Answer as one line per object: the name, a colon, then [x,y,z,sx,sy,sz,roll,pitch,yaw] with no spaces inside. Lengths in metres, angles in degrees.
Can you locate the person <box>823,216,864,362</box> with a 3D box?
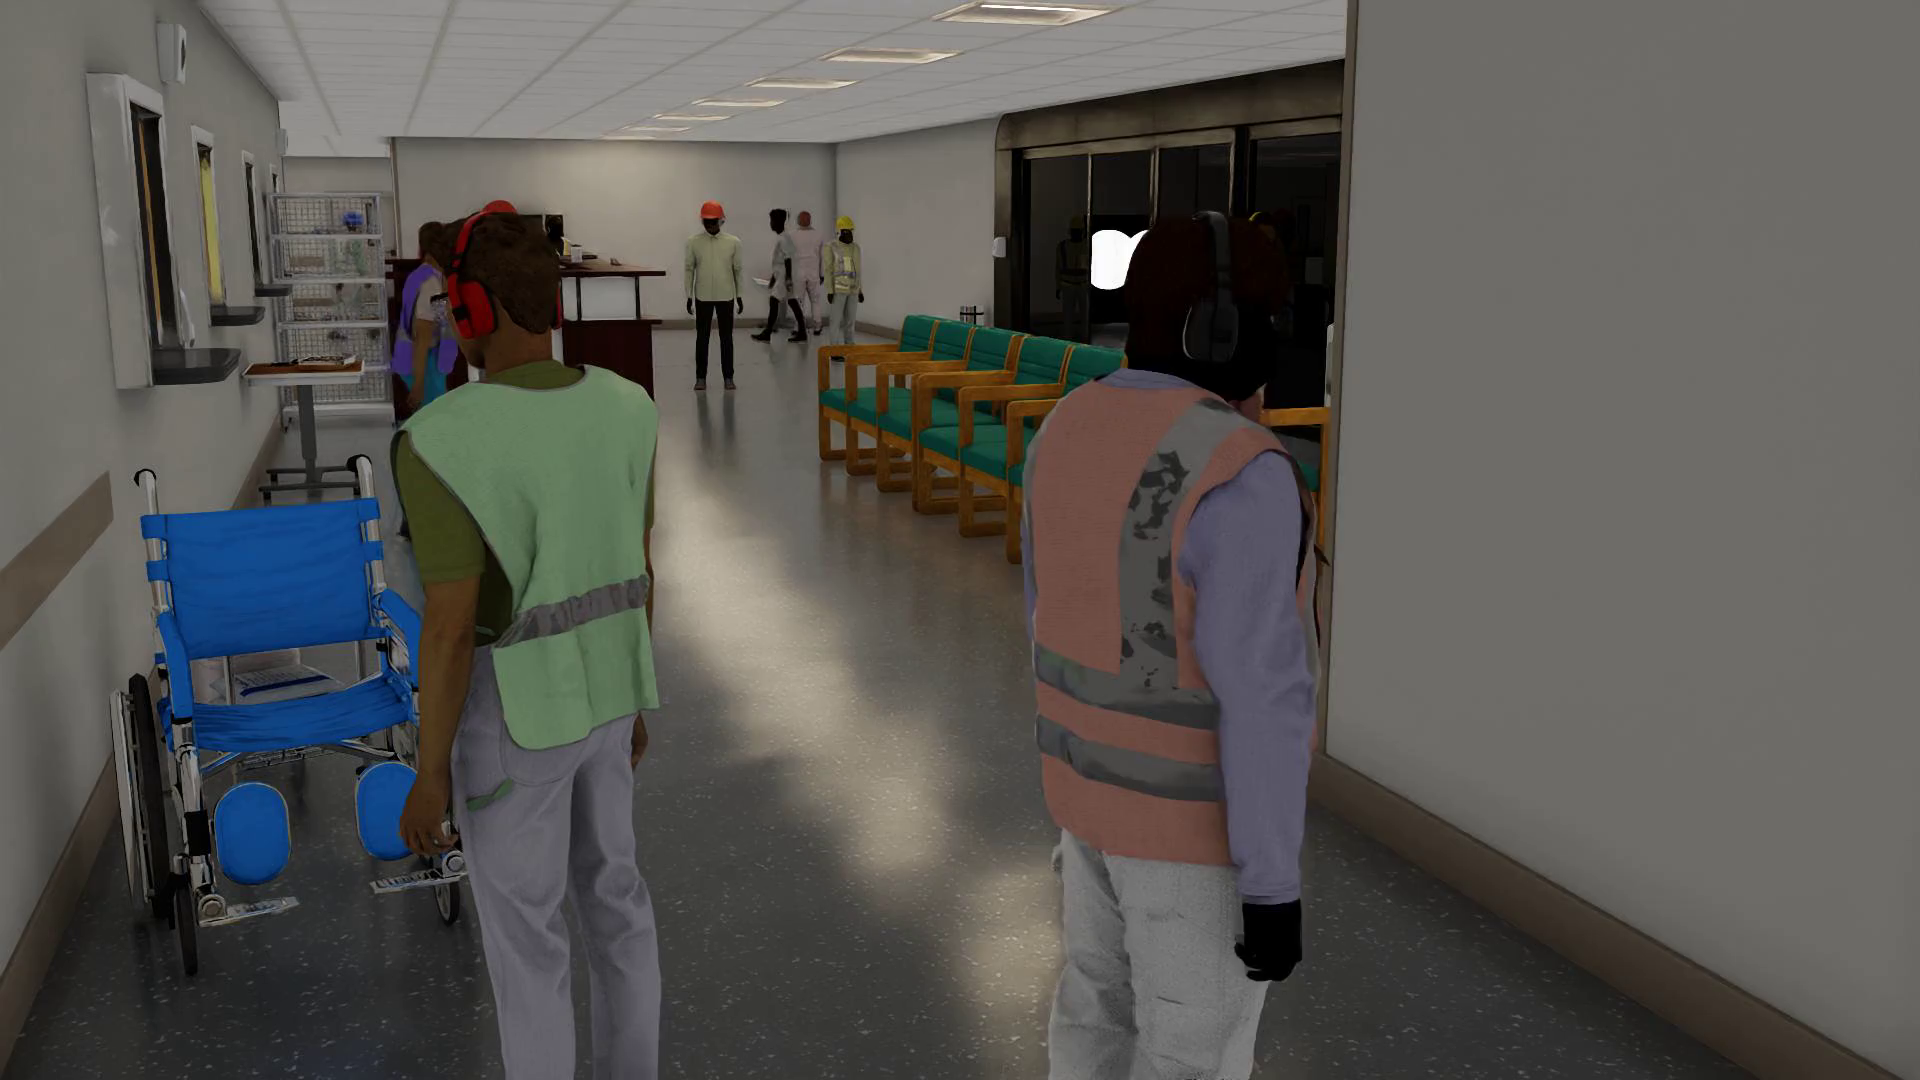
person: [-1.454,-3.185,21.118,0.588,1.835,0.403,-11,15,-44]

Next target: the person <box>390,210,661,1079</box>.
person: [-0.748,0.344,2.995,0.390,1.840,0.563,6,13,29]

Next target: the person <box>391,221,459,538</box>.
person: [-3.074,-0.927,9.615,0.454,1.802,0.658,-4,12,-21]

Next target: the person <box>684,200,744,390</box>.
person: [-2.600,-2.581,17.611,0.623,1.990,0.391,-2,11,-10]

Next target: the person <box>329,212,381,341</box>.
person: [-8.997,-3.906,24.687,0.978,1.890,0.615,-10,15,-41]

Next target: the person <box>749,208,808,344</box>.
person: [-2.631,-3.793,23.972,0.937,1.925,0.609,-1,11,-3]

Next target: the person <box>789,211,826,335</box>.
person: [-2.395,-4.119,25.725,0.647,1.908,0.409,-4,12,-21]

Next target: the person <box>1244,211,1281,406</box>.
person: [1.998,-1.299,11.372,0.508,1.865,0.328,-10,15,-40]

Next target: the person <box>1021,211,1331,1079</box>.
person: [0.338,0.424,2.593,0.429,1.837,0.637,-5,12,-25]
